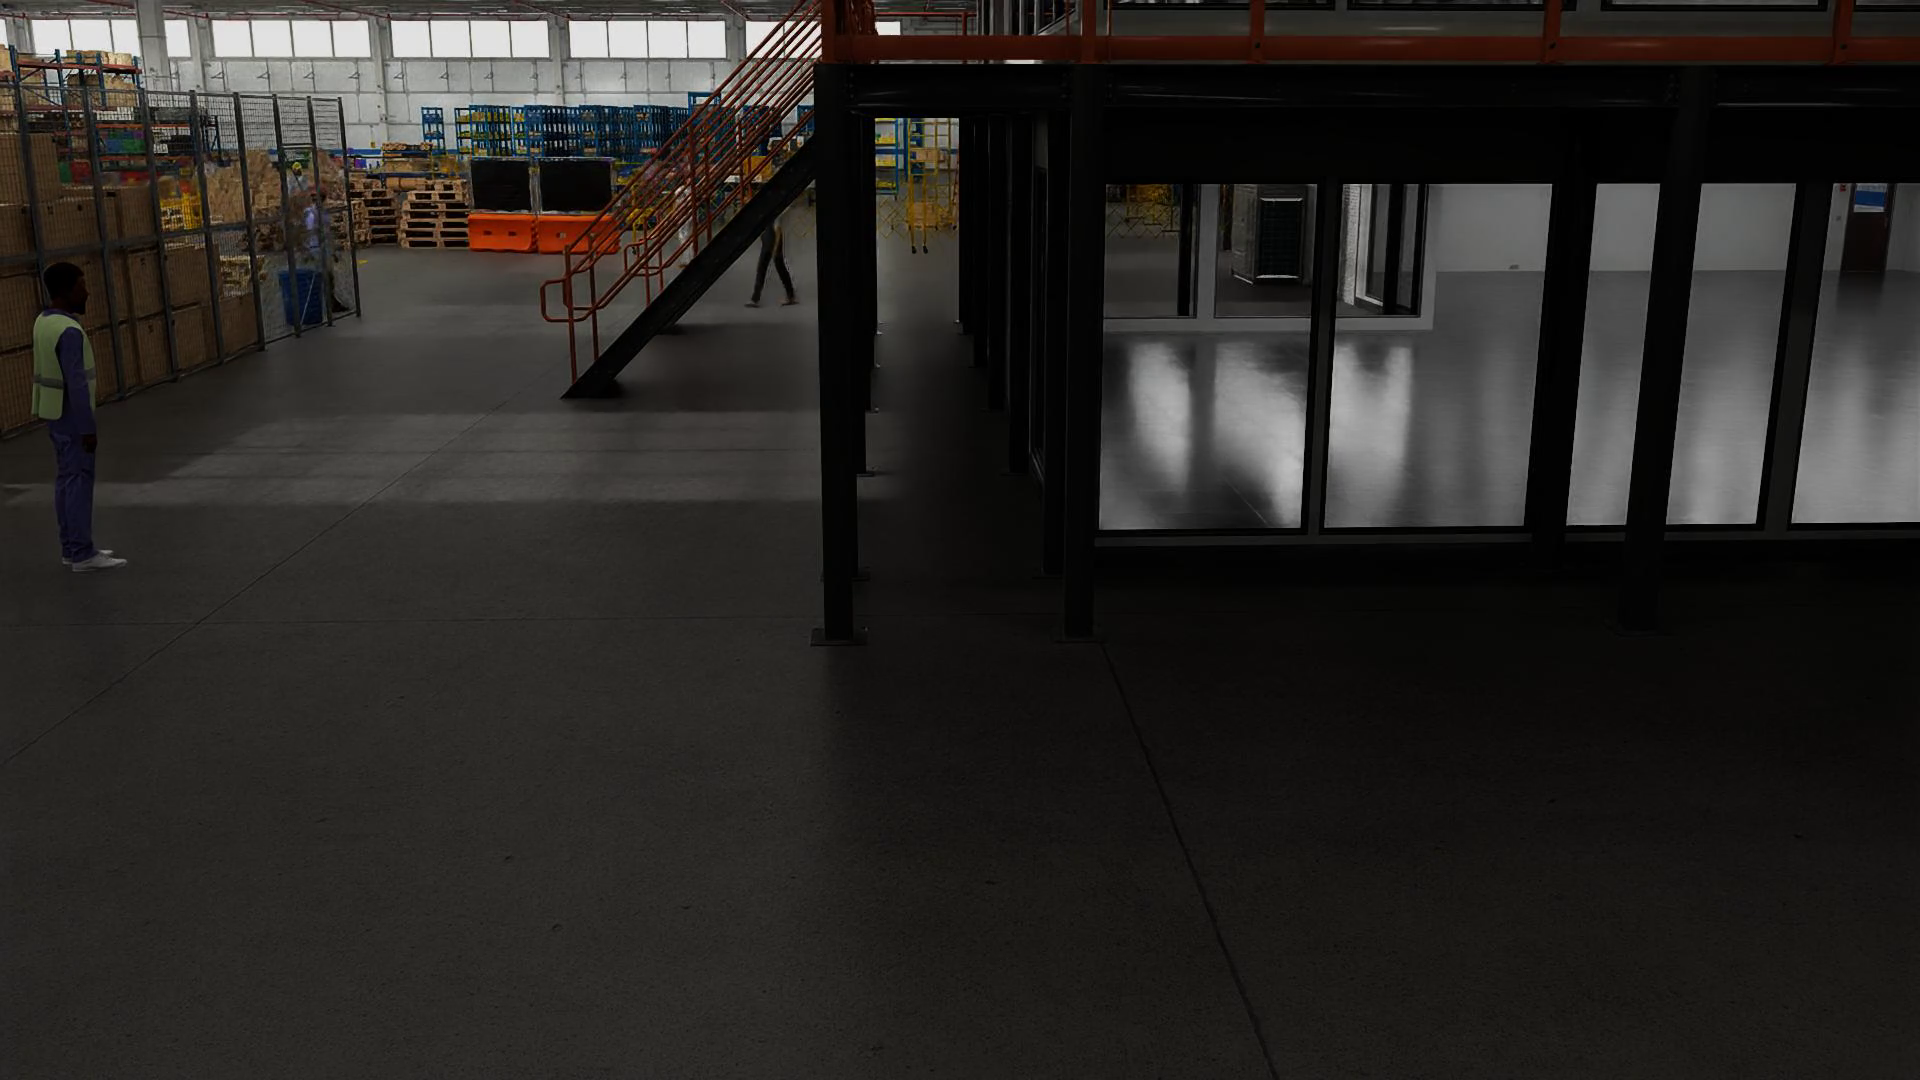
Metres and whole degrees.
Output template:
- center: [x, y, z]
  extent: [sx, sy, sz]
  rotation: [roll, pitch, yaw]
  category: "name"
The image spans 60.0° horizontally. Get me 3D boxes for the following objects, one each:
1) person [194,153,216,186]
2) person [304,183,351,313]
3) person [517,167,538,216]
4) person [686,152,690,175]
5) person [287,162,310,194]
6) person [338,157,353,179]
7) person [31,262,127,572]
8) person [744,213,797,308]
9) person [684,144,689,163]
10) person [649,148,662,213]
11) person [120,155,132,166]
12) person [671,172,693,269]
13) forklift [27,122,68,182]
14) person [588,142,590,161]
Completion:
- center: [-23.356, -11.018, 51.452]
  extent: [0.663, 1.849, 1.008]
  rotation: [1, 14, 5]
  category: "person"
- center: [-9.364, -4.241, 24.258]
  extent: [0.550, 1.913, 0.834]
  rotation: [13, 19, 42]
  category: "person"
- center: [-10.324, -8.045, 39.794]
  extent: [0.486, 1.744, 0.294]
  rotation: [-6, 15, -24]
  category: "person"
- center: [-8.512, -11.238, 52.236]
  extent: [0.899, 1.911, 0.552]
  rotation: [1, 14, 5]
  category: "person"
- center: [-16.184, -8.336, 40.773]
  extent: [0.587, 1.835, 0.404]
  rotation: [-11, 18, -38]
  category: "person"
- center: [-15.118, -8.429, 40.953]
  extent: [0.735, 1.940, 0.628]
  rotation: [-2, 14, -8]
  category: "person"
- center: [-5.518, -0.752, 10.311]
  extent: [0.383, 1.915, 0.596]
  rotation: [-12, 19, -40]
  category: "person"
- center: [-2.870, -4.441, 25.291]
  extent: [0.951, 1.799, 0.524]
  rotation: [-13, 19, -43]
  category: "person"
- center: [-12.466, -17.337, 76.781]
  extent: [0.542, 1.821, 0.594]
  rotation: [-5, 15, -19]
  category: "person"
- center: [-9.514, -11.248, 52.067]
  extent: [0.476, 2.012, 0.623]
  rotation: [4, 15, 16]
  category: "person"
- center: [-40.421, -18.273, 80.636]
  extent: [0.547, 1.752, 0.440]
  rotation: [-1, 14, -5]
  category: "person"
- center: [-5.305, -6.107, 31.826]
  extent: [0.384, 1.856, 0.619]
  rotation: [0, 14, 0]
  category: "person"
- center: [-35.376, -14.773, 64.377]
  extent: [1.129, 2.768, 1.873]
  rotation: [-1, 14, -2]
  category: "forklift"
- center: [-20.581, -21.123, 91.946]
  extent: [0.833, 1.795, 0.618]
  rotation: [-8, 16, -29]
  category: "person"
